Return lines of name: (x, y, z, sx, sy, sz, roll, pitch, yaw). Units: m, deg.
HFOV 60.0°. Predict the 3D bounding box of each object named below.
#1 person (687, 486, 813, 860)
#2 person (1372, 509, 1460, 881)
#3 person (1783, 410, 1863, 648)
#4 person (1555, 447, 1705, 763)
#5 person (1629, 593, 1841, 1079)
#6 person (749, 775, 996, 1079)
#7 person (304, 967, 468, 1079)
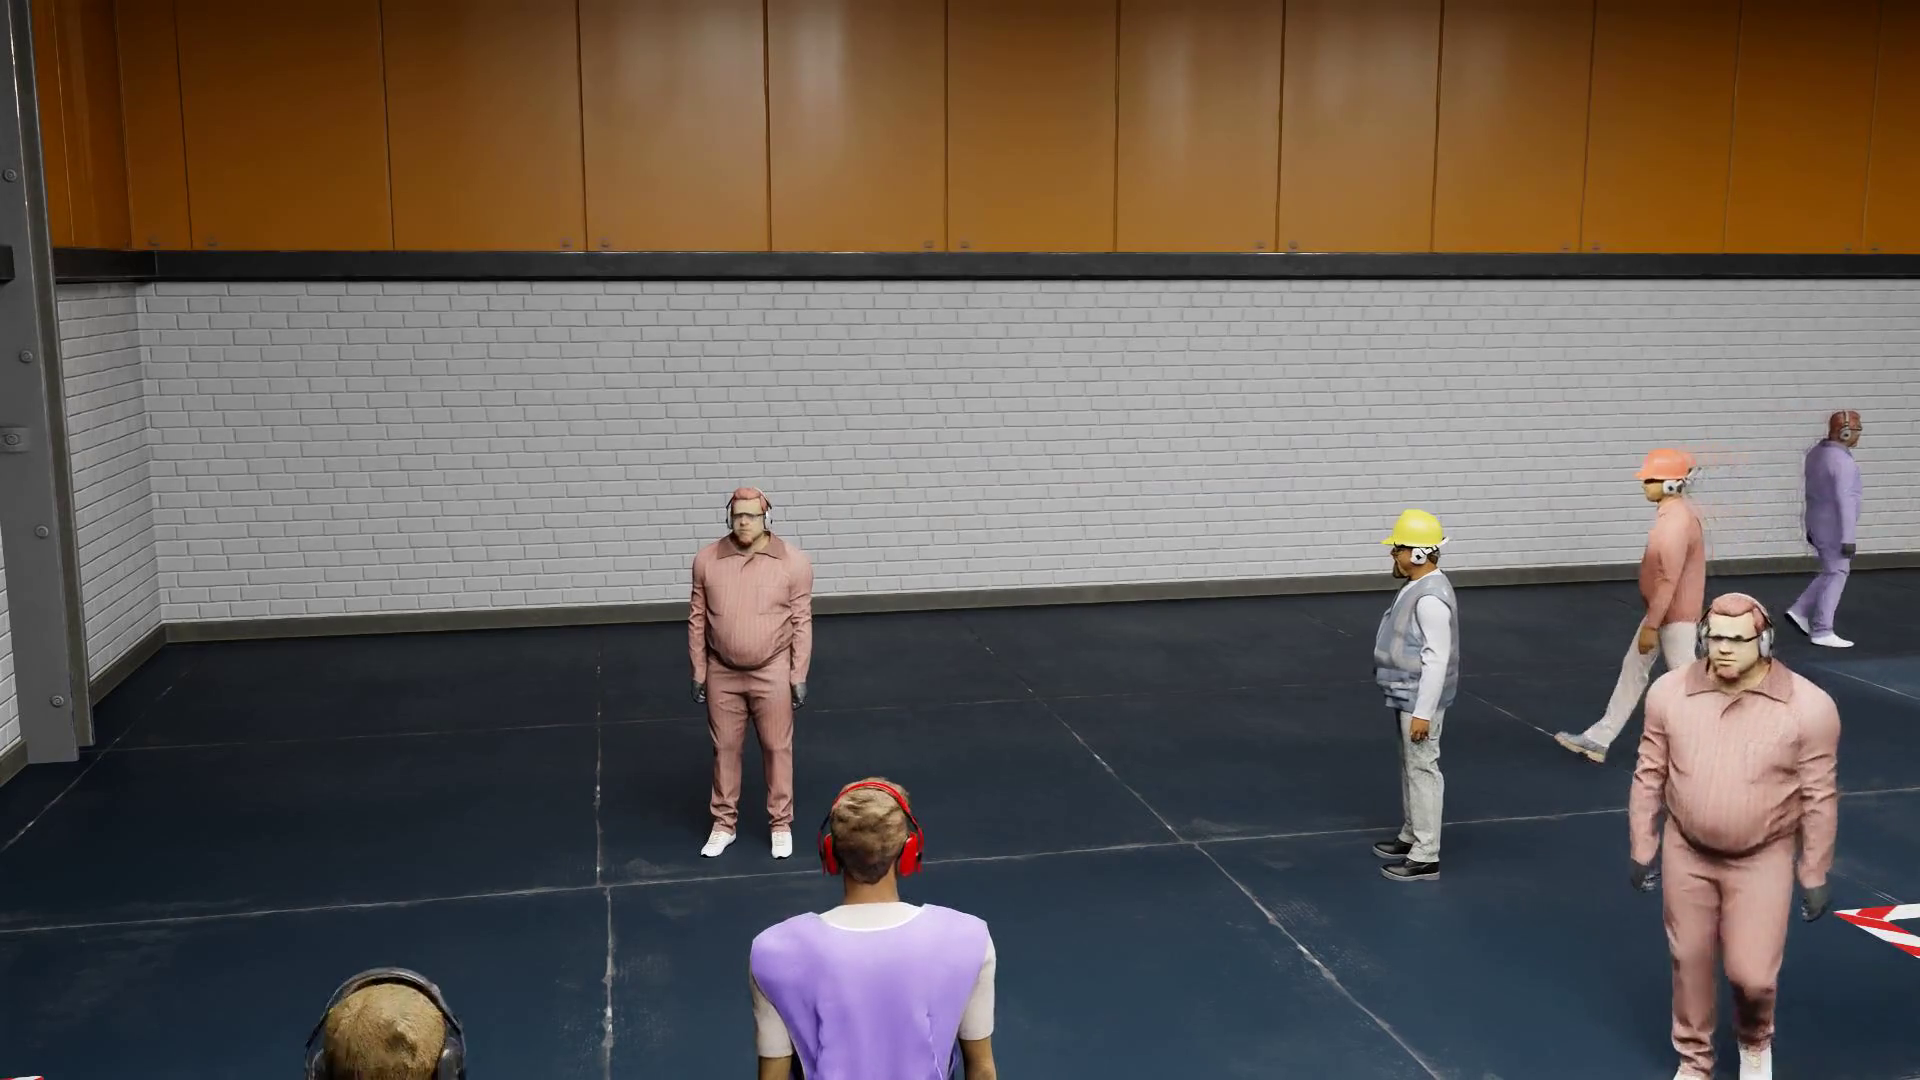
person: (-1.072, 0.674, 8.464, 0.643, 1.912, 0.410, 1, 9, 4)
person: (2.236, 0.757, 8.192, 0.403, 1.832, 0.594, 2, 9, 9)
person: (6.914, -0.084, 13.140, 0.433, 1.888, 0.665, 1, 9, 8)
person: (4.048, 0.430, 9.814, 0.980, 1.946, 0.647, 3, 10, 17)
person: (2.683, 1.114, 5.844, 0.675, 1.889, 0.425, 8, 12, 40)
person: (-0.192, 1.465, 3.846, 0.569, 1.840, 0.374, -2, 9, -9)
person: (-0.863, 1.632, 2.630, 0.632, 1.920, 0.625, -2, 10, -15)
